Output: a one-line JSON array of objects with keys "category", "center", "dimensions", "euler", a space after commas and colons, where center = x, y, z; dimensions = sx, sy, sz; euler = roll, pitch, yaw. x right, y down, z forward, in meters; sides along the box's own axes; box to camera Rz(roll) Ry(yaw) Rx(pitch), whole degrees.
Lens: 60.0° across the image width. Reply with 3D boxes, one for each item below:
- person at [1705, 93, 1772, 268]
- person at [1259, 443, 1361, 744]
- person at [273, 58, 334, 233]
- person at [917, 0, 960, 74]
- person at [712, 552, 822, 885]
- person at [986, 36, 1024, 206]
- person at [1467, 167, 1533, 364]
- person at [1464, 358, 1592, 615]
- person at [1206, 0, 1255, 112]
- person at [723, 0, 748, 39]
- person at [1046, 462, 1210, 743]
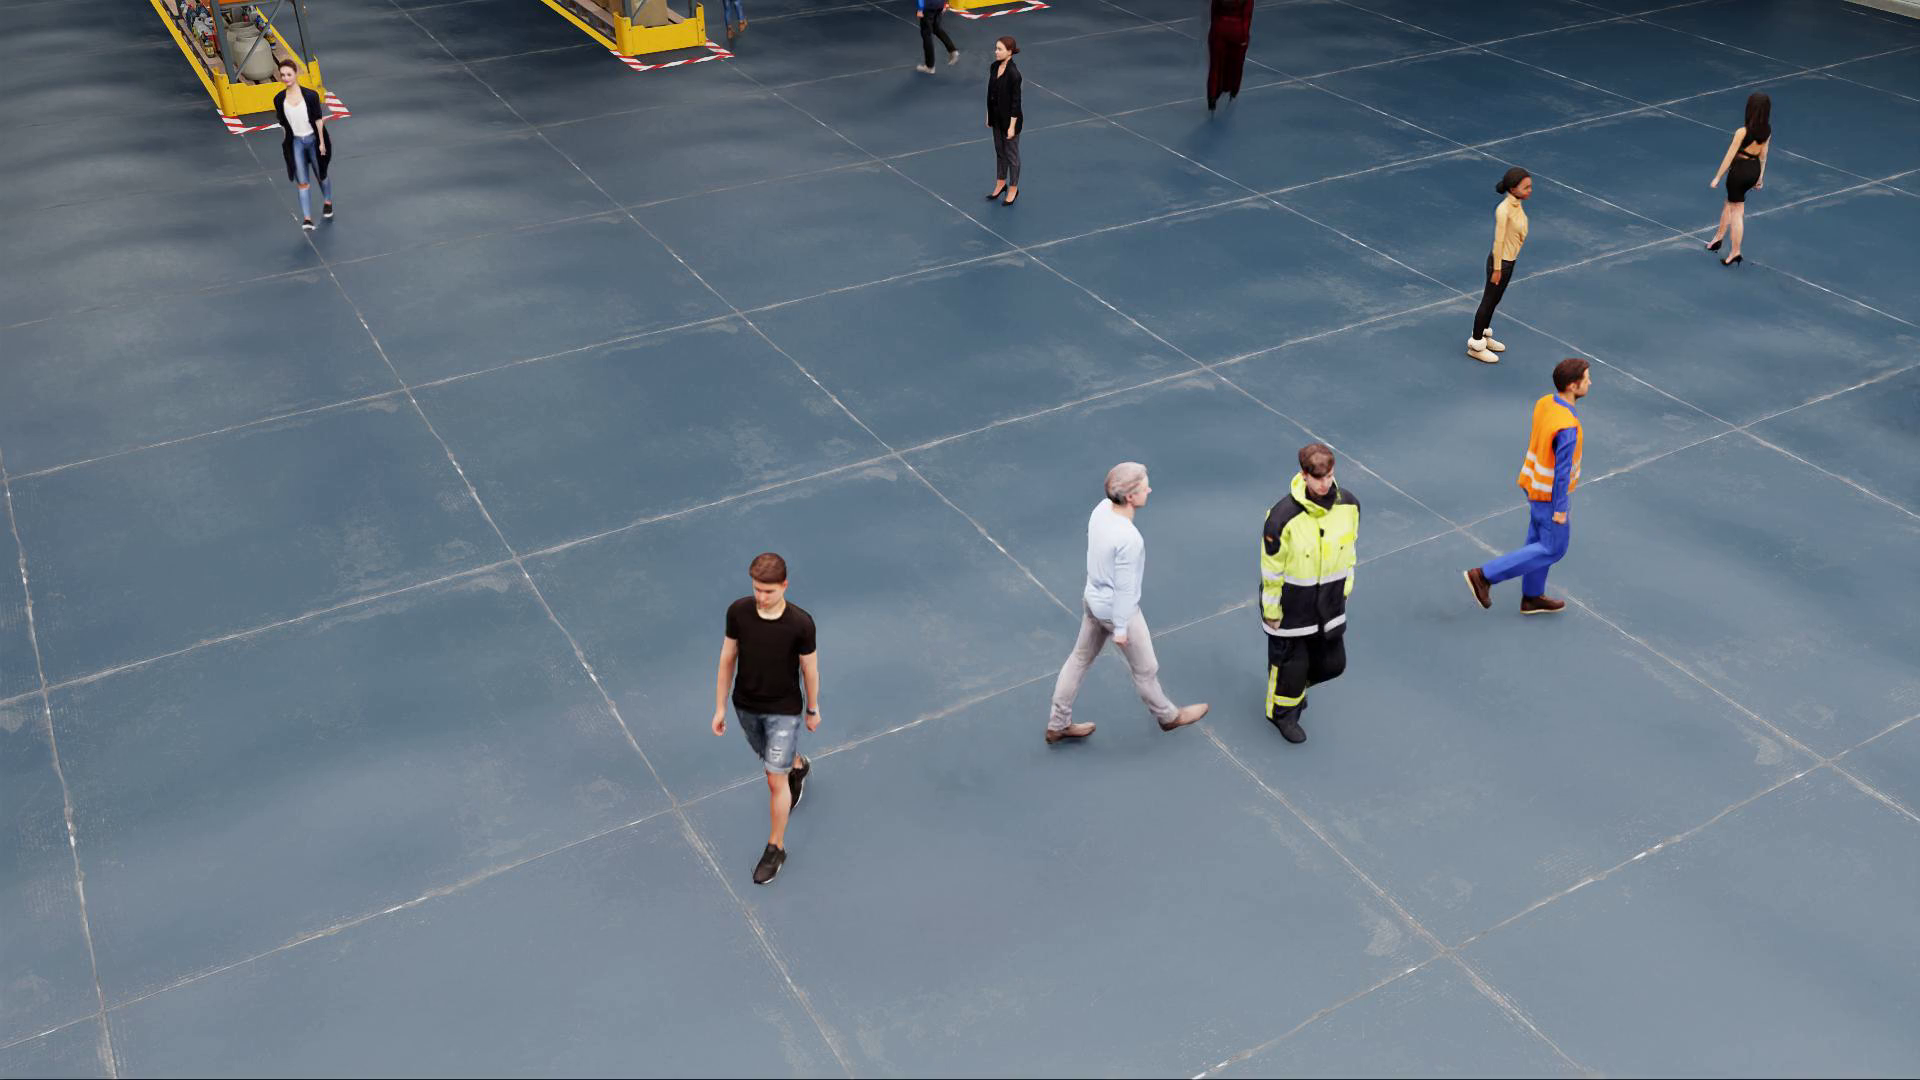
[{"category": "person", "center": [7.380, -3.328, 15.562], "dimensions": [0.626, 1.632, 0.766], "euler": [-13, 34, -19]}, {"category": "person", "center": [1.936, 0.259, 9.564], "dimensions": [0.806, 1.964, 0.777], "euler": [-14, 35, -21]}, {"category": "person", "center": [-6.462, -3.942, 16.529], "dimensions": [0.852, 1.639, 1.170], "euler": [-6, 33, -10]}, {"category": "person", "center": [-0.276, -6.711, 20.819], "dimensions": [0.919, 1.744, 0.815], "euler": [21, 38, 30]}, {"category": "person", "center": [-0.977, 0.818, 8.815], "dimensions": [1.180, 1.818, 1.191], "euler": [11, 34, 16]}, {"category": "person", "center": [0.473, -4.299, 17.019], "dimensions": [0.709, 1.719, 0.525], "euler": [-20, 38, -29]}, {"category": "person", "center": [4.537, -2.330, 13.953], "dimensions": [0.695, 1.659, 0.685], "euler": [18, 36, 25]}, {"category": "person", "center": [3.644, -0.296, 10.548], "dimensions": [1.039, 1.853, 1.035], "euler": [1, 32, 2]}, {"category": "person", "center": [3.126, -5.869, 19.511], "dimensions": [1.088, 1.716, 1.155], "euler": [8, 33, 13]}, {"category": "person", "center": [-3.099, -7.377, 22.363], "dimensions": [0.730, 1.224, 0.855], "euler": [2, 32, 3]}, {"category": "person", "center": [0.778, 0.419, 9.425], "dimensions": [0.945, 1.842, 1.205], "euler": [-9, 33, -14]}]
